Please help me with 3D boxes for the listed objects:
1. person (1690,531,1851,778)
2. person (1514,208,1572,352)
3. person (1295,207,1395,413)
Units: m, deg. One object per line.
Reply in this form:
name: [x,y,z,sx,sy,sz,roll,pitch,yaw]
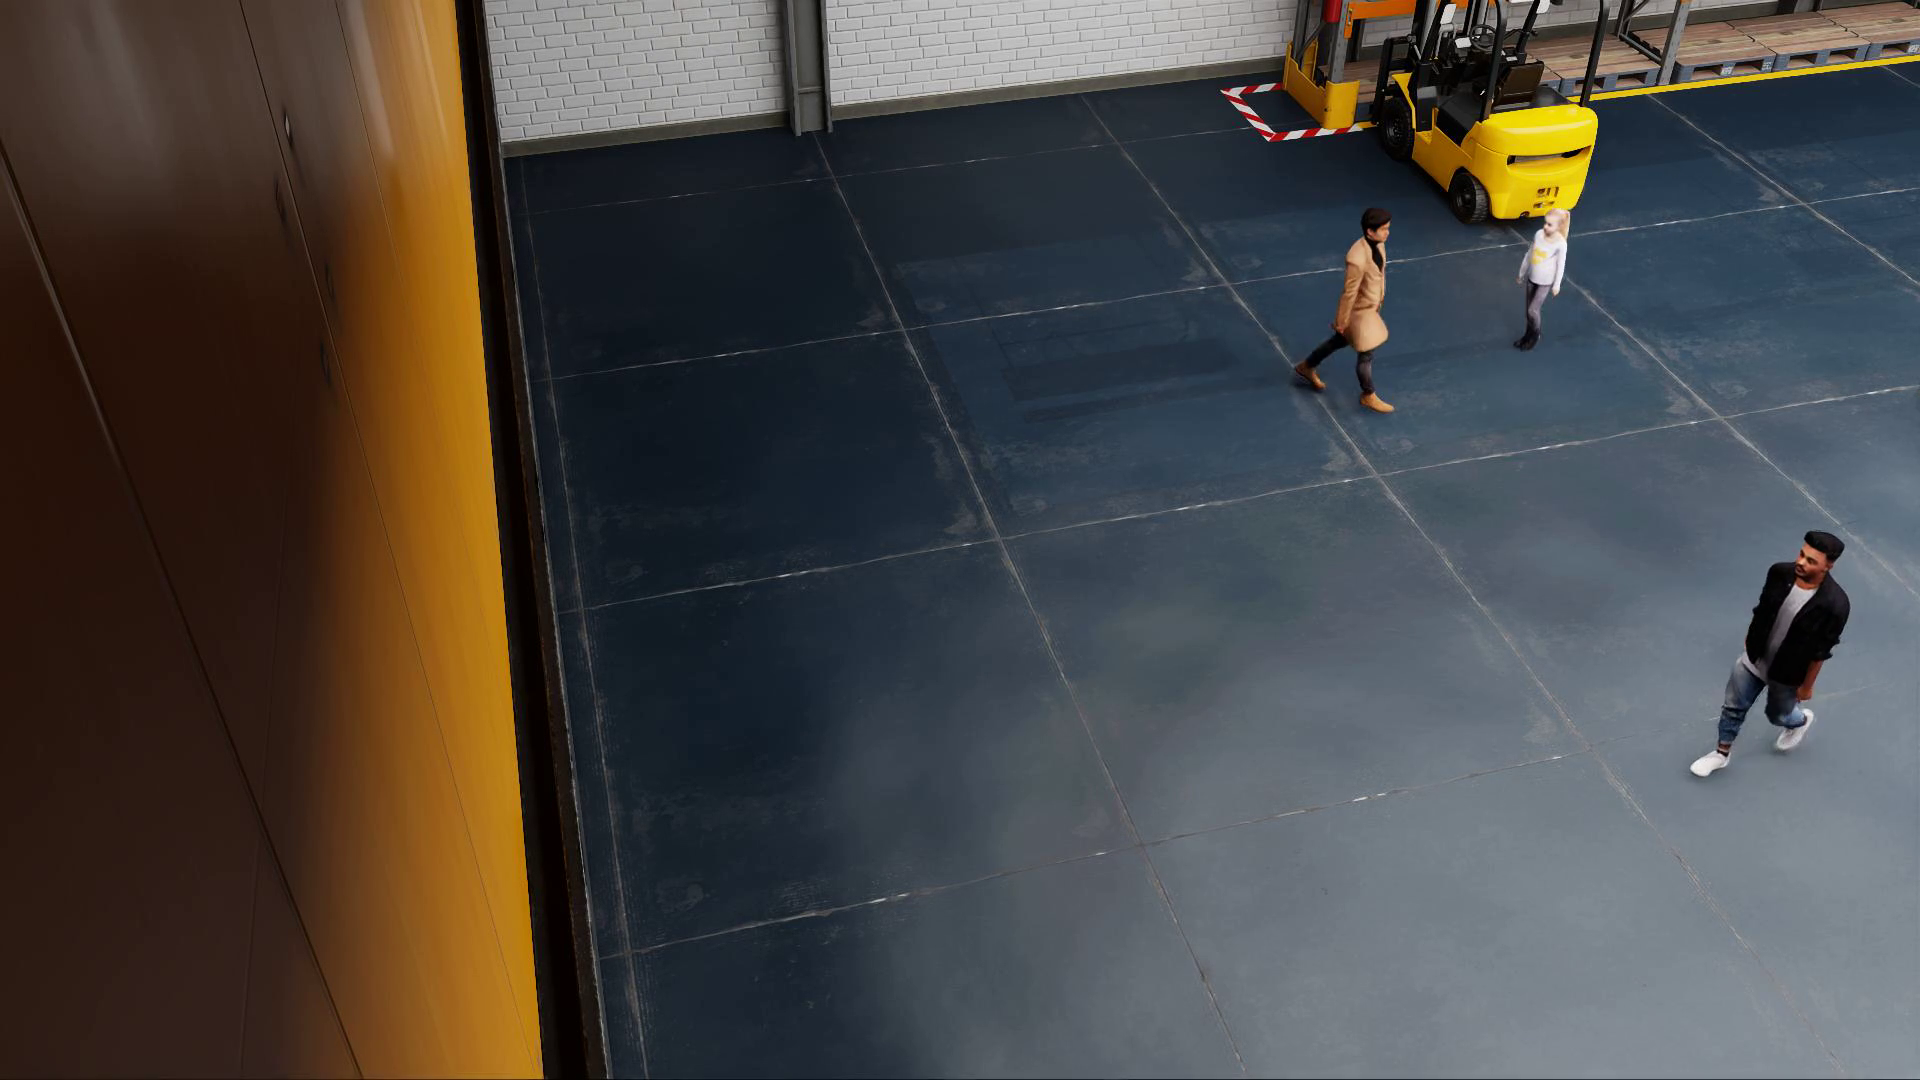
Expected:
person: [4.904,0.673,9.798,1.147,1.783,0.858,-18,42,-21]
person: [4.859,-2.174,13.775,0.574,1.269,0.542,-19,42,-22]
person: [3.039,-1.836,13.008,1.171,1.698,1.112,20,43,23]
